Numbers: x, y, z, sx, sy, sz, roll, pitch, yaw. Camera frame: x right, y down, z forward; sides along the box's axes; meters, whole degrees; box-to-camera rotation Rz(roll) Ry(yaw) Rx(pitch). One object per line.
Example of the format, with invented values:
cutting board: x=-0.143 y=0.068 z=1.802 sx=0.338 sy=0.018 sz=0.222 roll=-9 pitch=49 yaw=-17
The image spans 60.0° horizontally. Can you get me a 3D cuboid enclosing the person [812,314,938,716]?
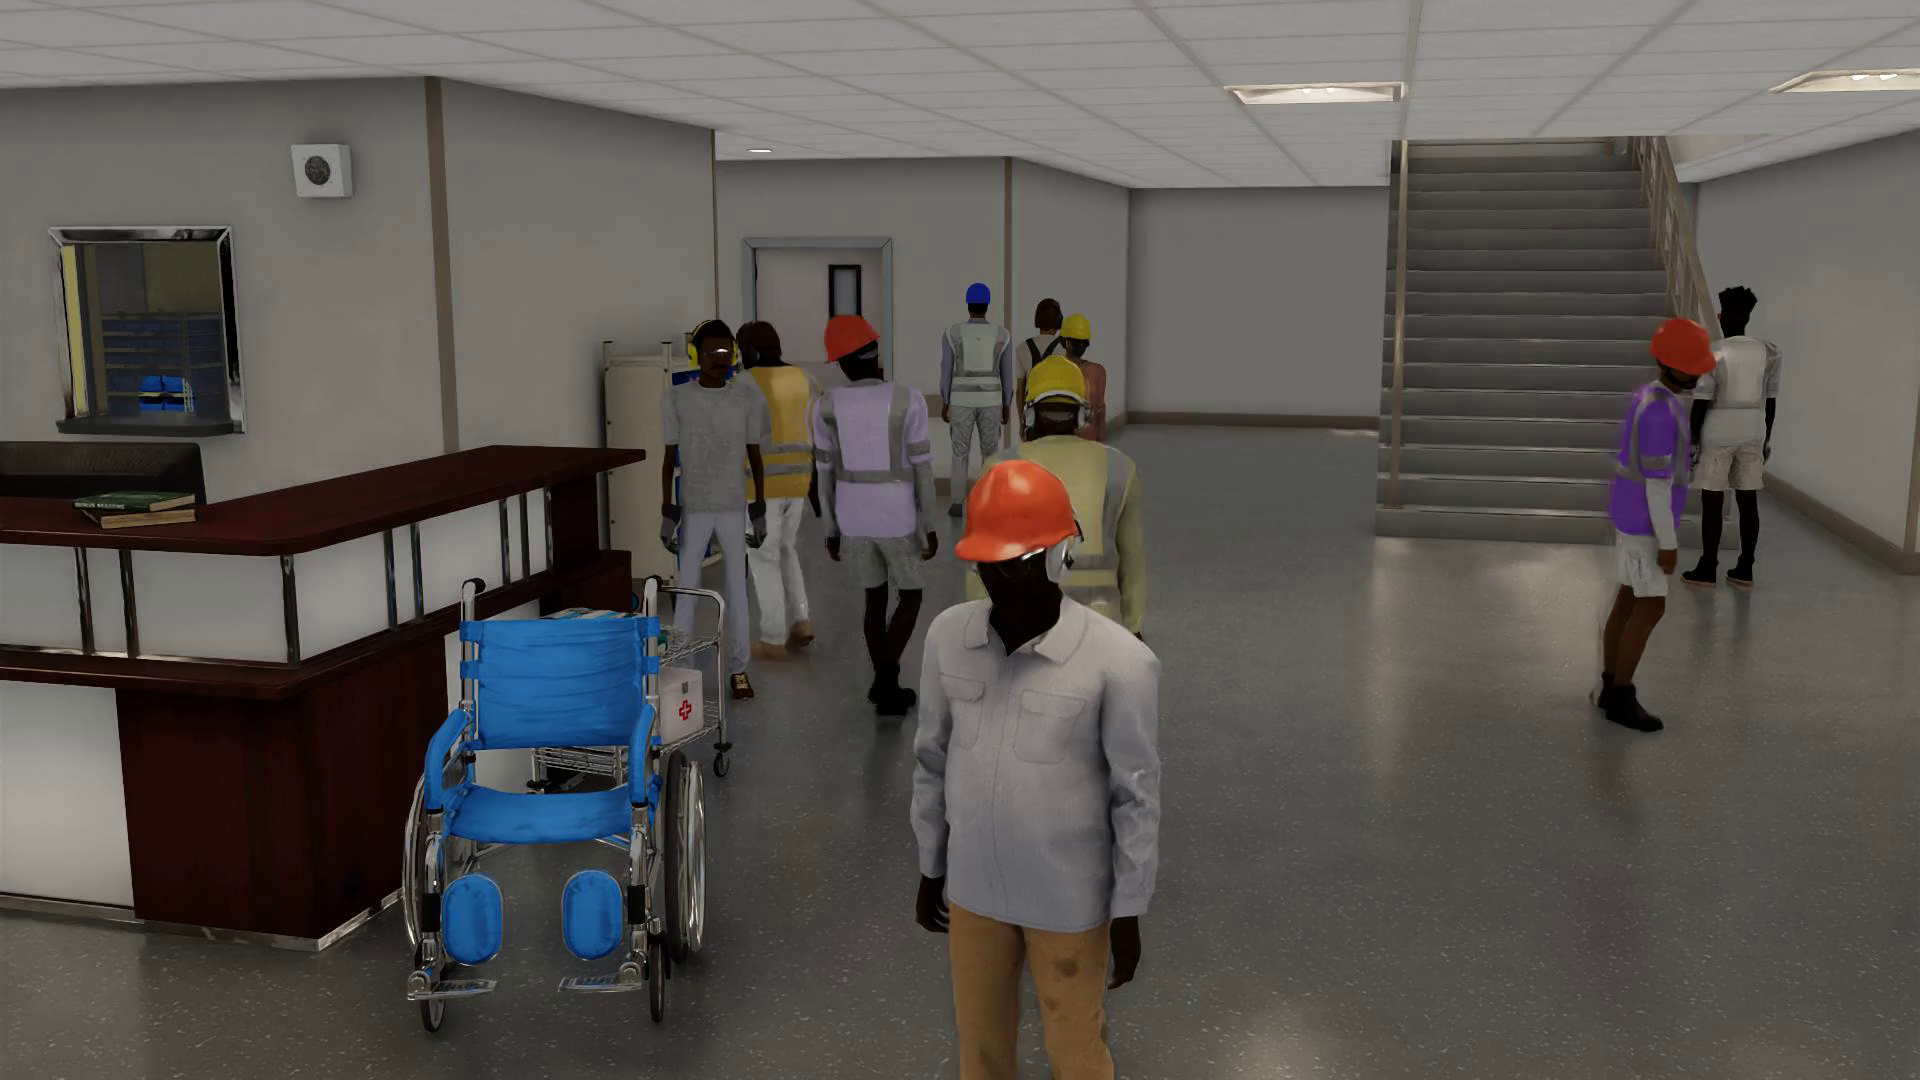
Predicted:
person: x=-0.378 y=-0.092 z=7.694 sx=0.578 sy=1.889 sz=0.510 roll=3 pitch=10 yaw=16

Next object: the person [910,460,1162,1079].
person: x=0.125 y=0.701 z=3.436 sx=0.572 sy=1.746 sz=0.347 roll=6 pitch=12 yaw=33

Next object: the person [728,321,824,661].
person: x=-1.014 y=-0.254 z=8.871 sx=0.432 sy=1.815 sz=0.635 roll=9 pitch=13 yaw=43

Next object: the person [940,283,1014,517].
person: x=0.138 y=-1.152 z=13.807 sx=0.612 sy=1.943 sz=0.408 roll=-1 pitch=10 yaw=-6

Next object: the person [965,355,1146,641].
person: x=0.334 y=0.262 z=5.841 sx=0.616 sy=1.812 sz=0.463 roll=-2 pitch=10 yaw=-14

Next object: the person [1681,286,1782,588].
person: x=5.004 y=-0.662 z=10.826 sx=0.600 sy=1.967 sz=0.368 roll=-1 pitch=10 yaw=-6

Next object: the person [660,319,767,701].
person: x=-1.193 y=-0.132 z=8.038 sx=0.524 sy=1.860 sz=0.317 roll=-3 pitch=10 yaw=-15

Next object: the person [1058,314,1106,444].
person: x=0.774 y=-0.661 z=11.418 sx=0.525 sy=1.769 sz=0.308 roll=-4 pitch=10 yaw=-23

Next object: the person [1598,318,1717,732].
person: x=3.194 y=-0.083 z=7.689 sx=0.399 sy=1.892 sz=0.733 roll=3 pitch=10 yaw=17

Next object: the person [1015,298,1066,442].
person: x=0.664 y=-0.883 z=12.484 sx=0.506 sy=1.846 sz=0.346 roll=4 pitch=10 yaw=22
